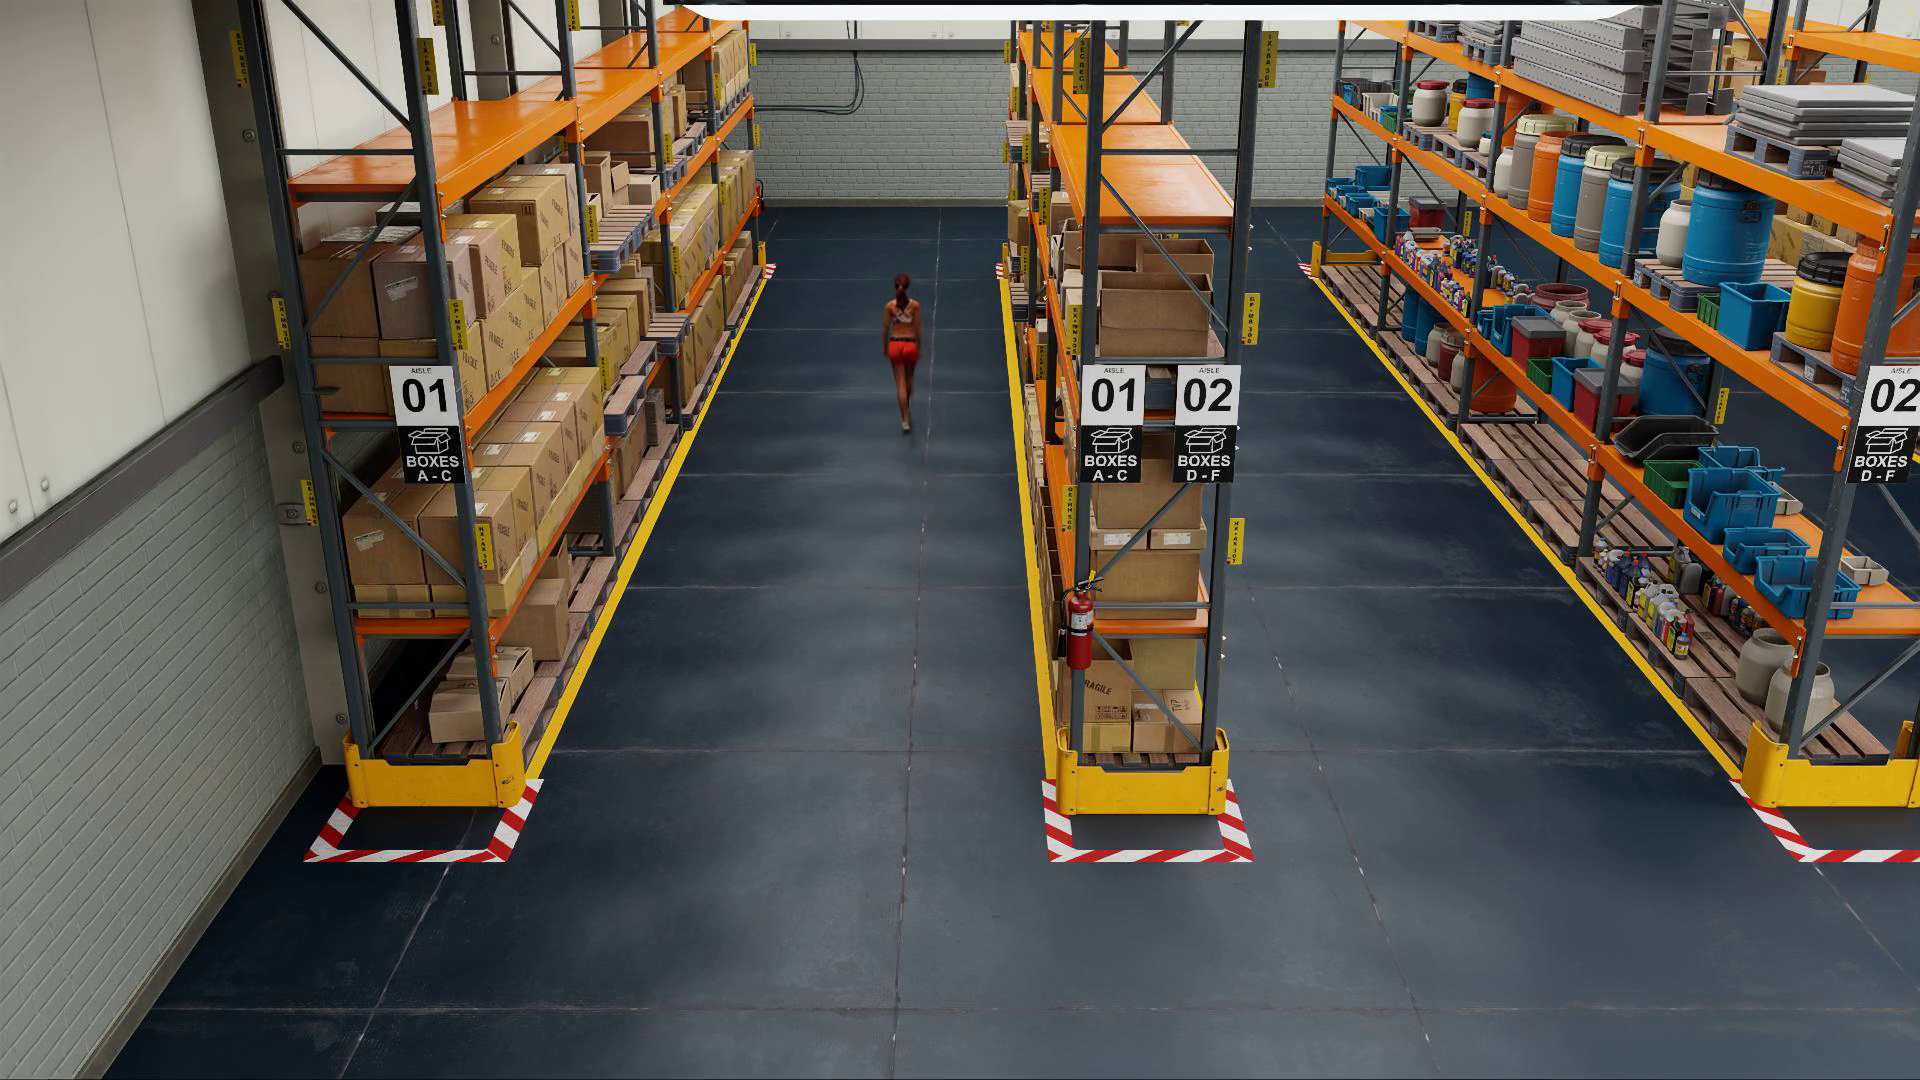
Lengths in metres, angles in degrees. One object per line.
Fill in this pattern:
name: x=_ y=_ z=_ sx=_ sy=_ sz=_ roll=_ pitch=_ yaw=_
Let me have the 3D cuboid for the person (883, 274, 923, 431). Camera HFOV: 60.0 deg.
person: x=-0.654 y=-2.122 z=19.068 sx=0.665 sy=1.751 sz=1.126 roll=-2 pitch=22 yaw=-4
